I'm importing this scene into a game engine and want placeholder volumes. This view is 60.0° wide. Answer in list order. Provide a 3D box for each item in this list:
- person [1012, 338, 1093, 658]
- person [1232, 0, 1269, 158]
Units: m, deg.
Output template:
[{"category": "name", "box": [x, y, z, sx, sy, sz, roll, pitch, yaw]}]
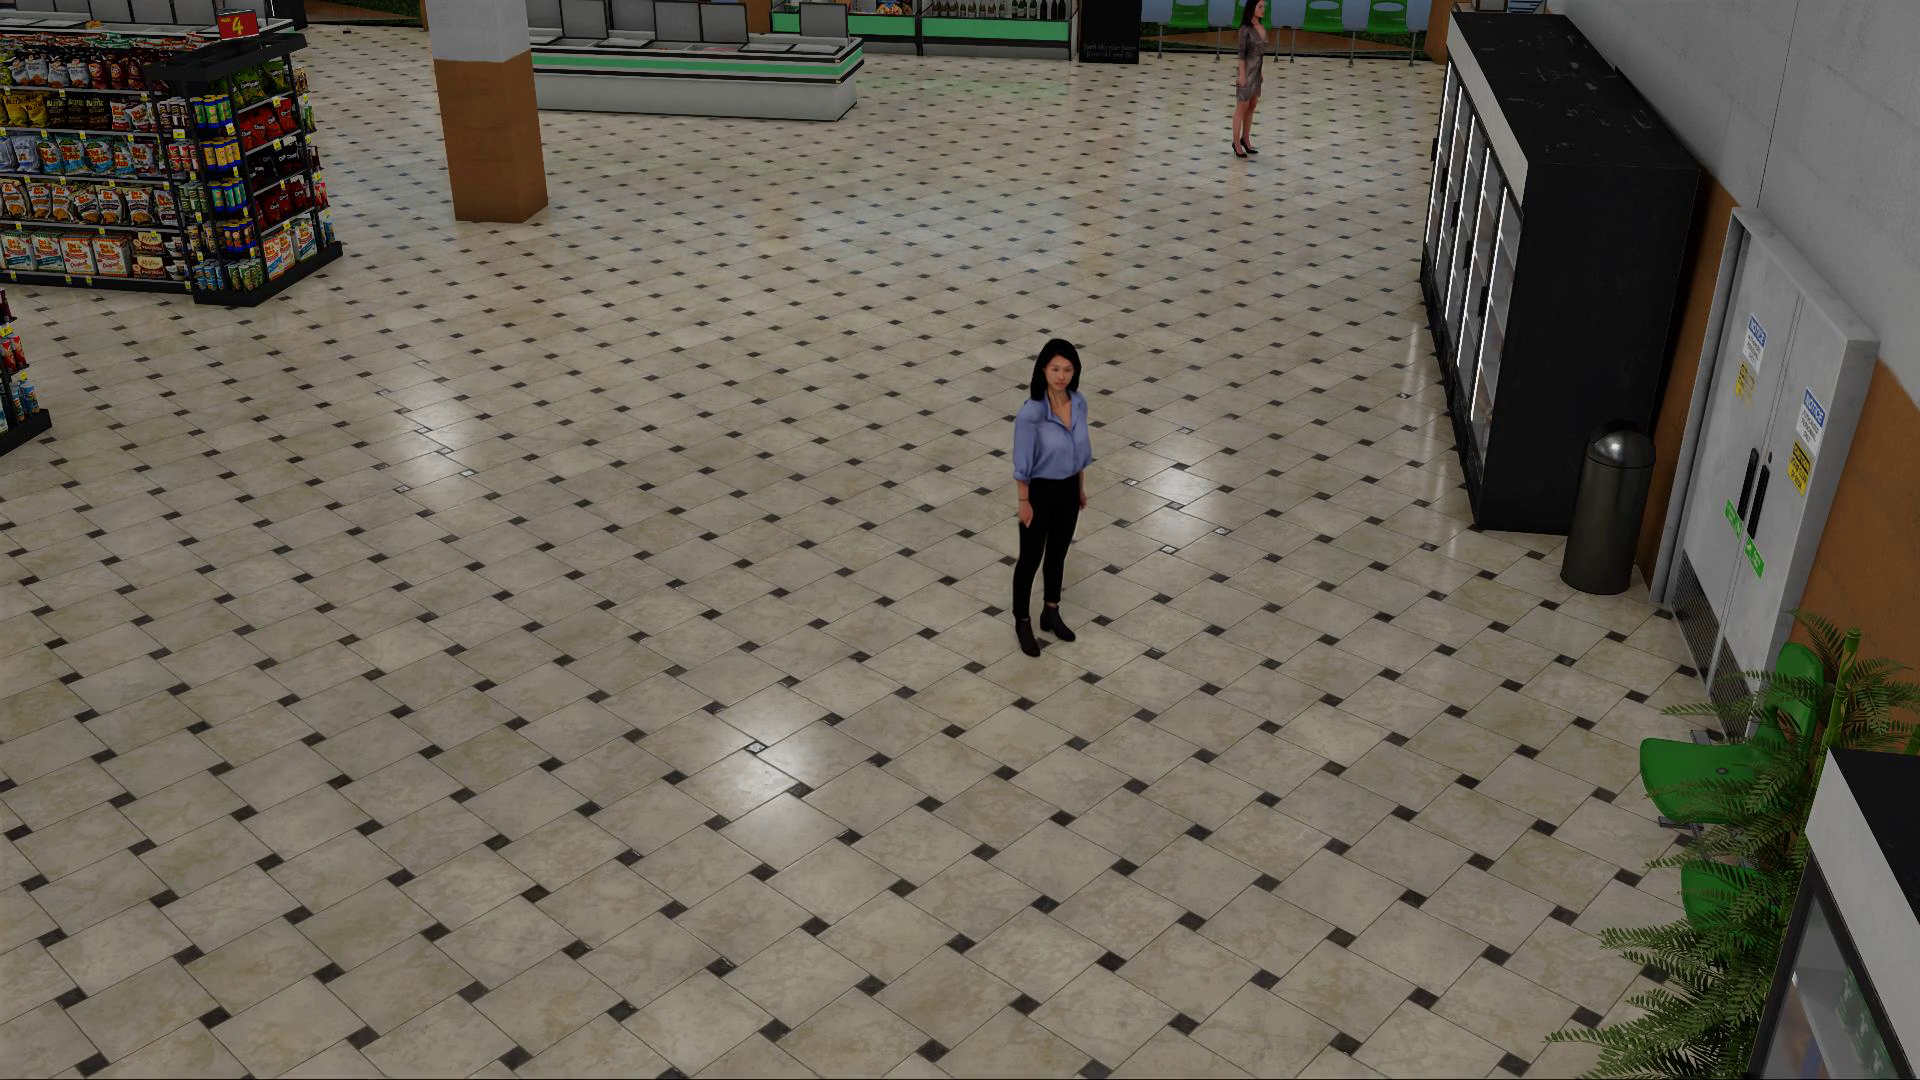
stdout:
[{"category": "person", "box": [0.470, -0.232, 8.765, 0.716, 1.745, 0.774, -18, 32, -31]}, {"category": "person", "box": [3.214, -5.158, 18.477, 0.663, 1.747, 0.661, 20, 33, 34]}]
